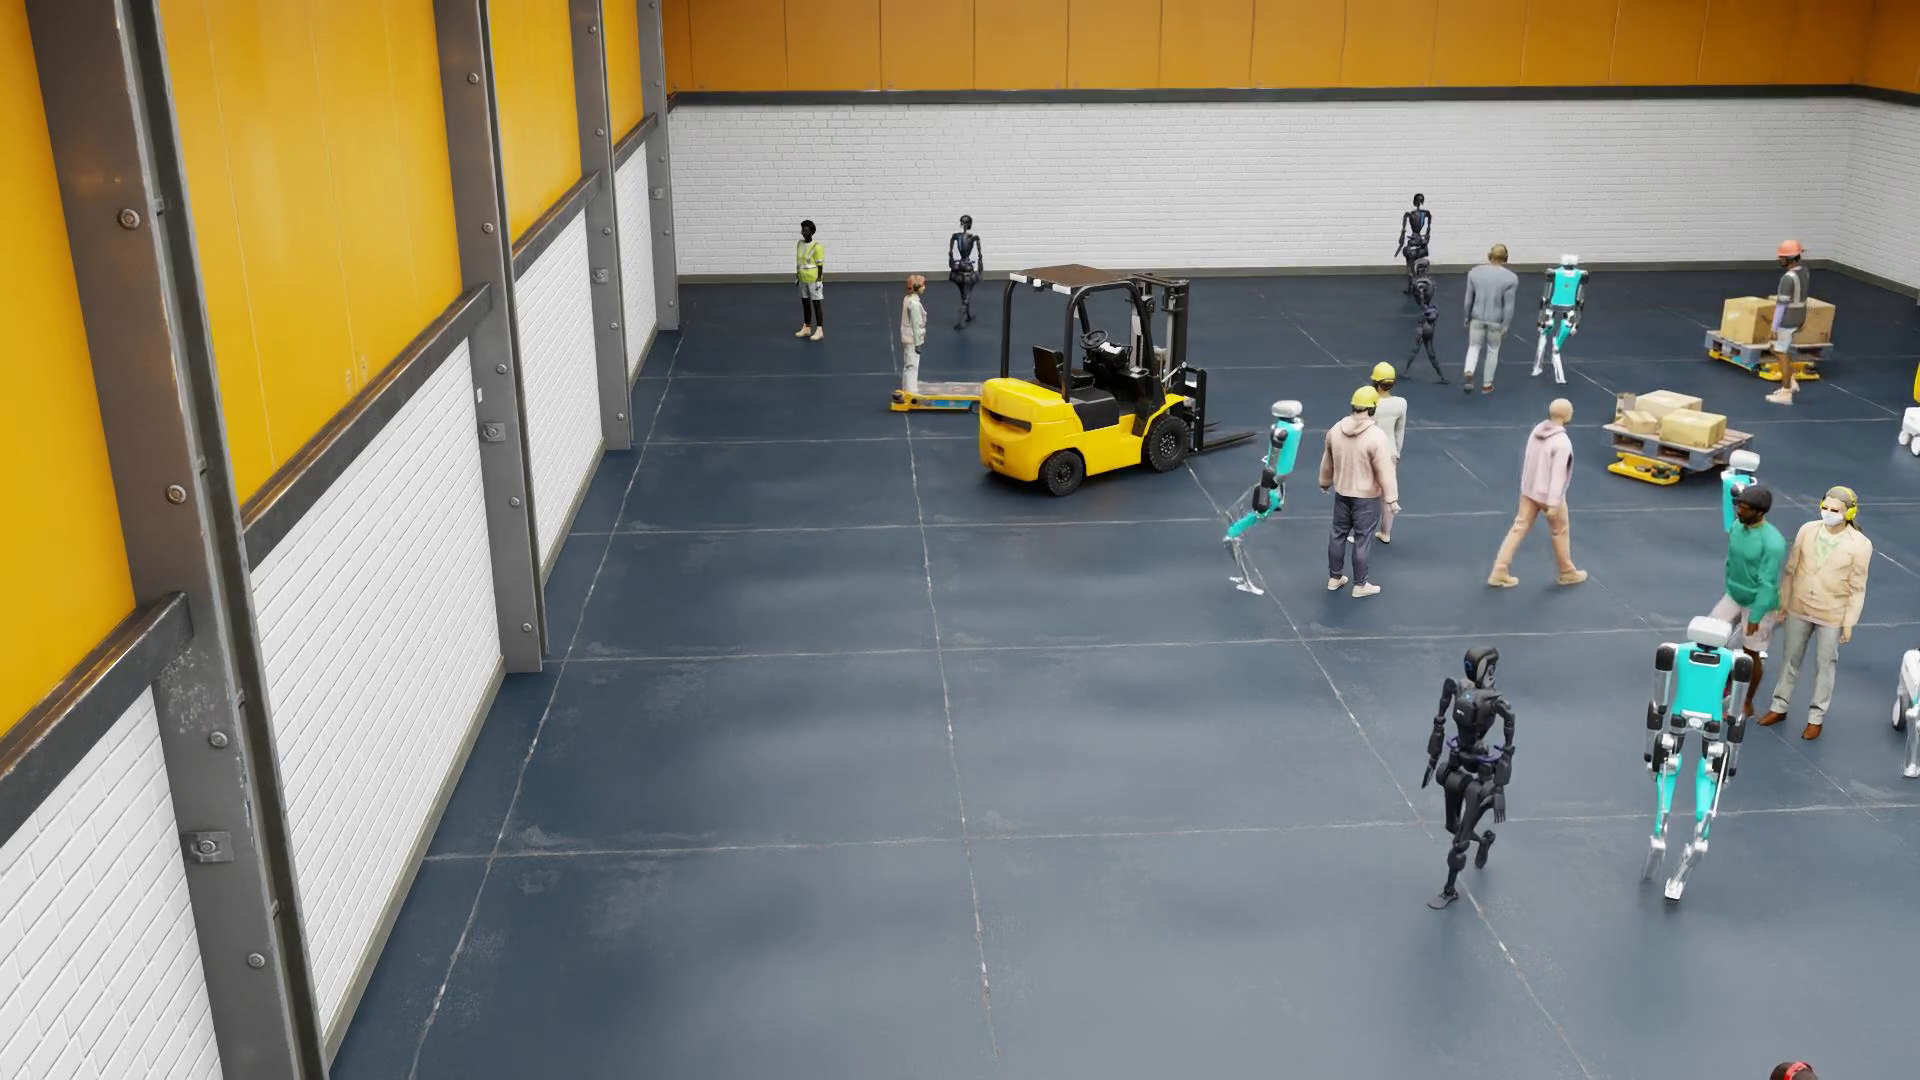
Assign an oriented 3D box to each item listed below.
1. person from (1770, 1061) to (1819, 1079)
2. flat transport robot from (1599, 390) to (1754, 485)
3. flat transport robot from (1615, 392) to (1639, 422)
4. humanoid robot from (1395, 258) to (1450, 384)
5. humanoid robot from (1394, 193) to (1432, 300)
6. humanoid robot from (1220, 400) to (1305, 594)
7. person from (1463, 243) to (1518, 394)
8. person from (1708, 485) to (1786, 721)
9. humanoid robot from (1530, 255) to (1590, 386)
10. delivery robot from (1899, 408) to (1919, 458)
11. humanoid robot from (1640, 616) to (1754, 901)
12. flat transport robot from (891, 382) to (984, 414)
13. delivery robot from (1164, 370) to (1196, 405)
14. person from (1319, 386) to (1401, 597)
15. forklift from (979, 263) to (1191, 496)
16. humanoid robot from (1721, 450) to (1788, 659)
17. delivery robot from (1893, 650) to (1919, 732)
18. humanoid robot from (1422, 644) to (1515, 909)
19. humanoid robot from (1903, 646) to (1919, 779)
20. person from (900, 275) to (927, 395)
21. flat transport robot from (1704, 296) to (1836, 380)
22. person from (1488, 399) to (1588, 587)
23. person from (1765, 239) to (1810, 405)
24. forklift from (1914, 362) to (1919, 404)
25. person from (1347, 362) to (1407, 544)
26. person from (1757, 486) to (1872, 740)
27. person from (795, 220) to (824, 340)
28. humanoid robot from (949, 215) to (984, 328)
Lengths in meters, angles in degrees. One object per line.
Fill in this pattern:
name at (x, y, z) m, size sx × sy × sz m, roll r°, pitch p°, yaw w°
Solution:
person at (3.037, 2.677, 6.322) m, size 0.458 × 1.651 × 0.336 m, roll -13°, pitch 24°, yaw -31°
flat transport robot at (7.723, -0.876, 18.013) m, size 1.431 × 0.231 × 0.659 m, roll -15°, pitch 25°, yaw -35°
flat transport robot at (8.060, -1.443, 19.559) m, size 0.659 × 0.231 × 1.431 m, roll 8°, pitch 22°, yaw 20°
humanoid robot at (5.978, -2.811, 21.329) m, size 0.757 × 1.610 × 0.609 m, roll 7°, pitch 21°, yaw 19°
humanoid robot at (7.224, -4.639, 26.289) m, size 0.599 × 1.652 × 0.729 m, roll -7°, pitch 21°, yaw -19°
humanoid robot at (2.569, -0.388, 14.563) m, size 0.783 × 1.774 × 0.530 m, roll 12°, pitch 23°, yaw 30°
person at (6.549, -2.723, 20.657) m, size 0.637 × 1.917 × 0.685 m, roll 11°, pitch 23°, yaw 28°
person at (5.725, 0.468, 12.099) m, size 0.463 × 1.825 × 0.510 m, roll -8°, pitch 21°, yaw -20°
humanoid robot at (7.581, -2.814, 21.160) m, size 0.536 × 1.717 × 1.028 m, roll 2°, pitch 20°, yaw 6°
delivery robot at (10.848, -1.238, 18.560) m, size 0.499 × 0.577 × 0.769 m, roll 1°, pitch 20°, yaw 3°
humanoid robot at (4.263, 1.399, 9.751) m, size 0.539 × 1.822 × 0.737 m, roll 9°, pitch 22°, yaw 23°
flat transport robot at (-0.102, -1.745, 20.382) m, size 1.431 × 0.231 × 0.659 m, roll 1°, pitch 20°, yaw 3°
delivery robot at (2.436, -1.741, 19.963) m, size 0.770 × 0.599 × 0.513 m, roll 10°, pitch 22°, yaw 25°
person at (3.441, -0.416, 14.444) m, size 0.409 × 1.865 × 0.791 m, roll -18°, pitch 27°, yaw -40°
forklift at (1.315, -1.764, 17.646) m, size 2.313 × 2.155 × 1.214 m, roll -14°, pitch 24°, yaw -33°
humanoid robot at (6.272, 0.191, 13.009) m, size 0.793 × 1.797 × 0.560 m, roll 7°, pitch 21°, yaw 18°
delivery robot at (7.141, 1.101, 12.206) m, size 0.499 × 0.590 × 0.789 m, roll 7°, pitch 21°, yaw 19°
humanoid robot at (3.092, 1.365, 9.915) m, size 0.733 × 1.630 × 0.599 m, roll -14°, pitch 24°, yaw -34°
humanoid robot at (6.706, 0.850, 11.232) m, size 0.550 × 1.794 × 0.828 m, roll 18°, pitch 27°, yaw 41°
person at (-0.564, -2.404, 20.201) m, size 0.315 × 1.632 × 0.517 m, roll -4°, pitch 21°, yaw -10°
flat transport robot at (10.691, -2.379, 22.109) m, size 0.659 × 0.231 × 1.431 m, roll -3°, pitch 20°, yaw -9°
person at (5.143, -0.400, 14.604) m, size 0.954 × 1.739 × 0.527 m, roll -7°, pitch 21°, yaw -19°
person at (10.145, -2.676, 20.397) m, size 0.548 × 2.008 × 0.650 m, roll 19°, pitch 27°, yaw 42°
forklift at (12.602, -2.435, 19.475) m, size 2.313 × 2.155 × 1.214 m, roll -1°, pitch 20°, yaw -4°
person at (3.916, -0.800, 15.635) m, size 0.532 × 1.767 × 0.309 m, roll -8°, pitch 22°, yaw -20°
person at (6.161, 0.506, 11.921) m, size 0.406 × 1.877 × 0.555 m, roll -16°, pitch 26°, yaw -38°
person at (-2.144, -3.697, 23.620) m, size 0.540 × 1.700 × 0.316 m, roll 18°, pitch 27°, yaw 40°
humanoid robot at (0.083, -3.944, 24.398) m, size 0.616 × 1.621 × 0.785 m, roll 12°, pitch 23°, yaw 30°
